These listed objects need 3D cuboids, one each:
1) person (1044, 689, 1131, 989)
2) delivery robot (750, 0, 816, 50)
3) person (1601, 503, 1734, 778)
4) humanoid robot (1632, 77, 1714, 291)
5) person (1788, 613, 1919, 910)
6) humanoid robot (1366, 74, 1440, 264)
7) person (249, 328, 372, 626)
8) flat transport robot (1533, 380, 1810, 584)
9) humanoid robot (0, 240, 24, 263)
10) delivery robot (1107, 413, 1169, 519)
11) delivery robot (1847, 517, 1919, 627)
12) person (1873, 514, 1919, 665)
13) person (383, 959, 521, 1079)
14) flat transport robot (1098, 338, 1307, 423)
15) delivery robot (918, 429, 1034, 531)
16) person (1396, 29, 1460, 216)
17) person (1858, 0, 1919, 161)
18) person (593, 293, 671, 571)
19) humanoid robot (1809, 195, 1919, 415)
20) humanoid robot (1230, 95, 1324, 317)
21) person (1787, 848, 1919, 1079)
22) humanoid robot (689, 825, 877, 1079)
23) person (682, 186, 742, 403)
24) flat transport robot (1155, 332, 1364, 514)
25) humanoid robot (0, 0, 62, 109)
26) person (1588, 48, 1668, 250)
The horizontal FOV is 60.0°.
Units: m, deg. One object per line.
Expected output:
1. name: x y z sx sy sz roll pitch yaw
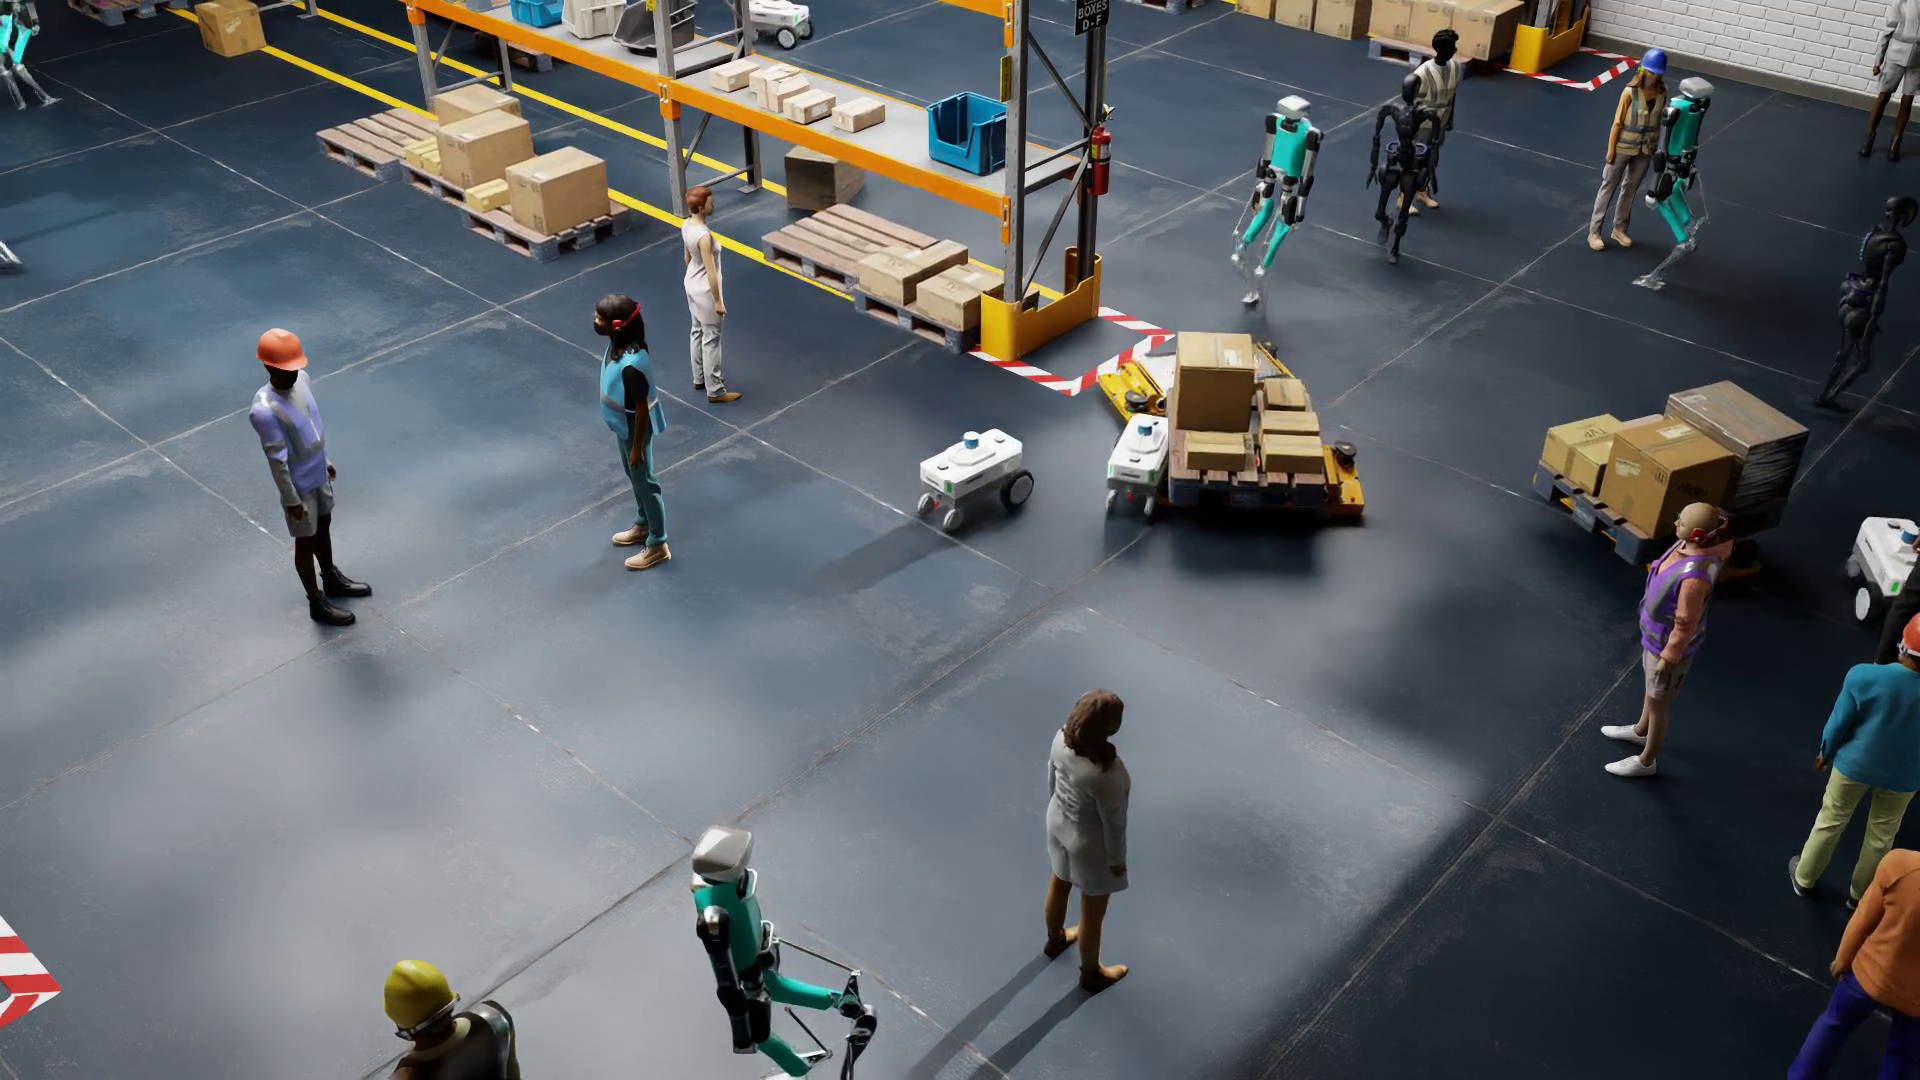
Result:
1. person: 0.590 1.352 7.622 0.343 1.662 0.486 -21 40 -27
2. delivery robot: -2.099 -6.041 19.302 0.765 0.585 0.499 14 37 20
3. person: 3.737 0.528 8.789 0.347 1.693 0.494 9 36 13
4. humanoid robot: 5.974 -2.864 13.636 0.533 1.767 0.654 -24 41 -30
5. person: 4.412 1.056 7.968 0.560 1.755 0.320 15 37 20
6. humanoid robot: 3.814 -3.205 14.225 0.609 1.639 0.467 13 37 18
7. person: -3.883 -0.386 9.907 0.372 1.933 0.544 4 35 6
8. flat transport robot: 4.546 -0.159 11.040 0.659 0.231 1.431 -14 37 -19
9. humanoid robot: -8.458 -3.098 13.993 0.978 1.722 0.547 21 40 27
10. delivery robot: 1.251 -0.561 11.353 0.499 0.572 0.747 11 36 16
11. delivery robot: 5.809 0.173 10.282 0.499 0.566 0.739 5 35 7
12. person: 5.562 0.078 9.317 0.348 1.838 0.504 -12 36 -16
13. person: -1.865 2.246 6.198 0.403 1.817 0.595 18 39 25
14. flat transport robot: 1.830 -1.200 12.549 1.431 0.231 0.659 -10 36 -14
15. delivery robot: 0.090 -0.462 11.214 0.753 0.579 0.499 -27 43 -33
16. person: 4.248 -3.784 15.039 0.534 1.692 0.319 -19 39 -25
17. person: 9.148 -4.635 16.075 0.547 1.924 0.385 14 37 19
18. person: -2.046 -0.683 10.394 0.392 1.866 0.520 -14 37 -19
19. humanoid robot: 6.544 -1.702 12.045 0.323 1.650 0.589 8 35 11
20. humanoid robot: 2.443 -2.602 13.328 0.697 1.831 0.537 -25 42 -32
21. person: 3.835 1.779 6.742 0.520 1.969 0.403 25 42 32
22. humanoid robot: -0.703 1.862 6.842 1.044 1.742 0.549 1 35 1
23. person: -1.857 -1.805 12.197 0.271 1.659 0.461 -18 39 -24
24. flat transport robot: 2.027 -0.457 11.472 1.431 0.231 0.659 3 35 4
25. humanoid robot: -9.905 -5.357 17.275 0.565 1.758 0.778 2 35 3
26. person: 5.814 -3.367 14.358 0.479 1.777 0.317 -7 35 -10
